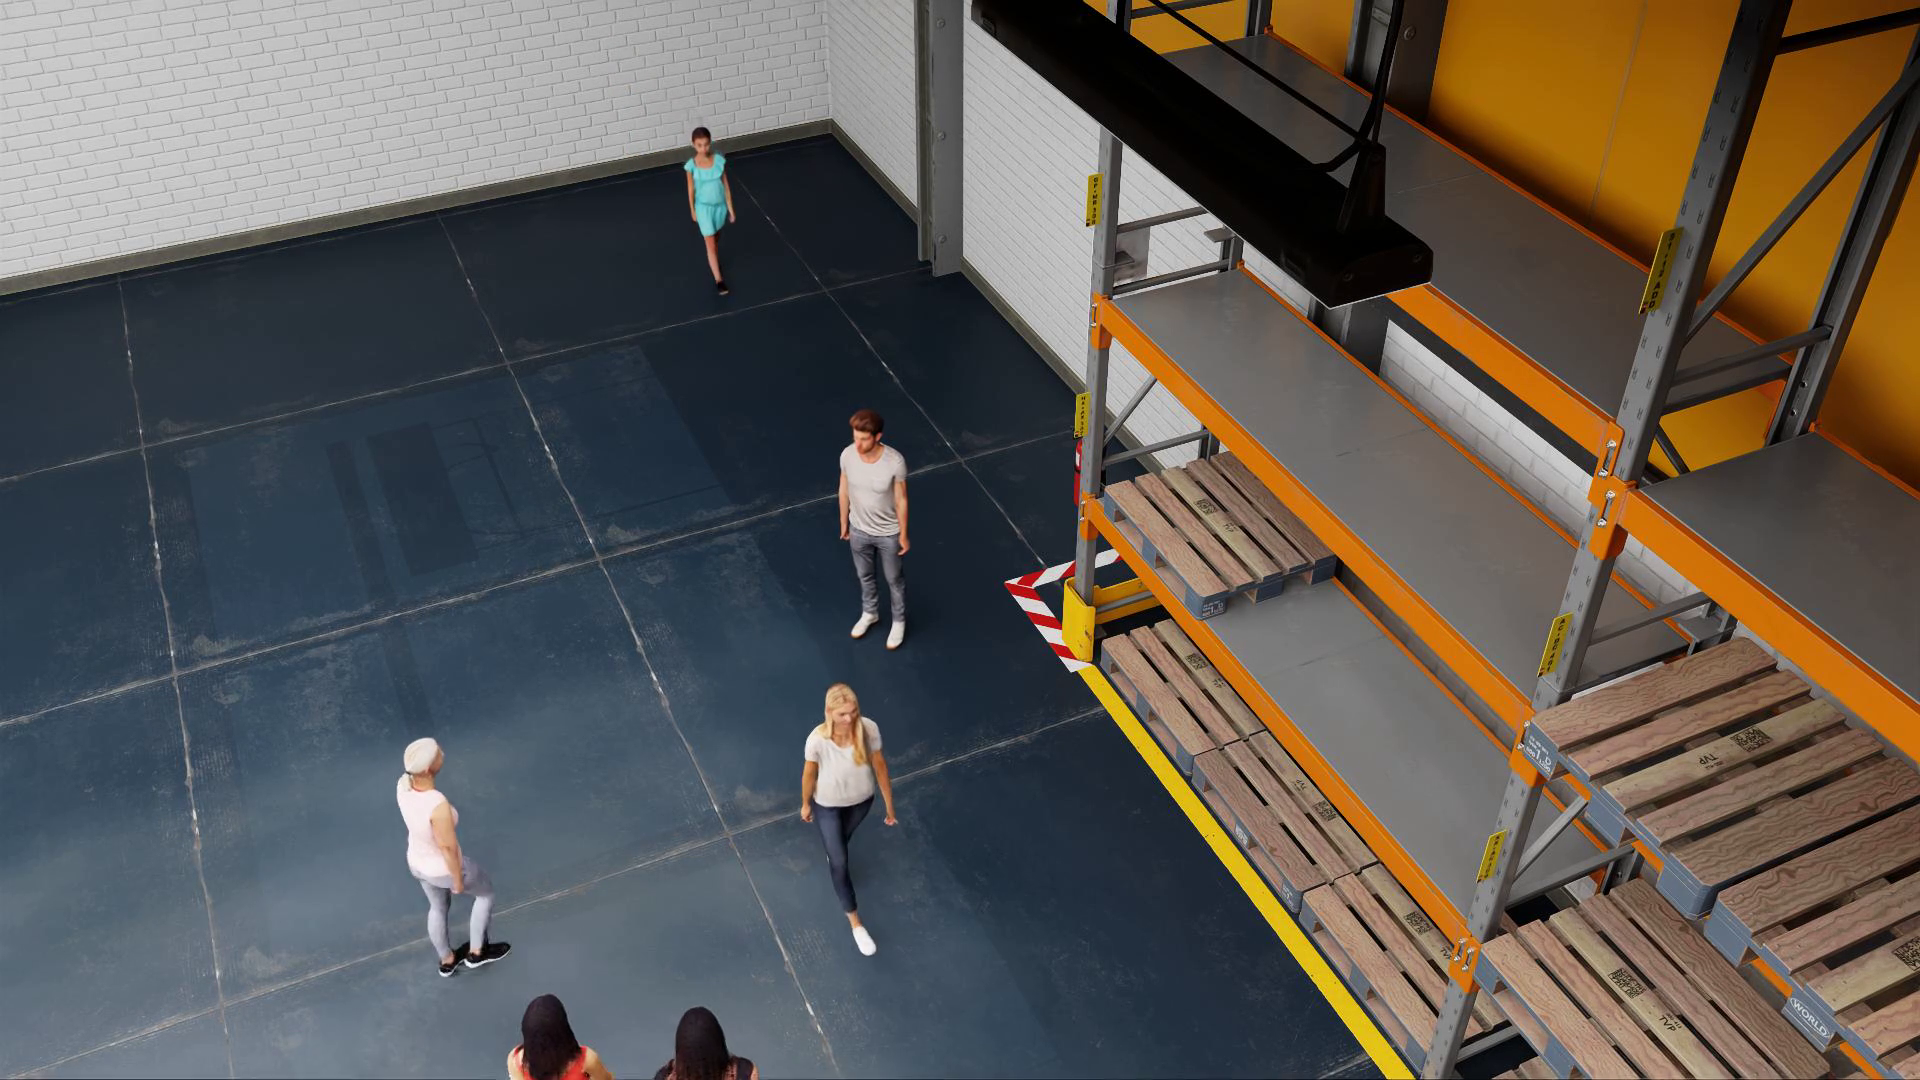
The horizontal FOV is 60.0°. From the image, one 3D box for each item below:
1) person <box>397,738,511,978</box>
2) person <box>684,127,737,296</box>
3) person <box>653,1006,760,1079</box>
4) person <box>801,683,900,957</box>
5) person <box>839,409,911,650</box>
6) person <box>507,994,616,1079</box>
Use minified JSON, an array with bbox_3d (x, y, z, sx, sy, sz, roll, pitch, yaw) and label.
[{"bbox_3d":[-2.896,1.804,9.037,0.677,1.709,0.742,22,44,25],"label":"person"},{"bbox_3d":[-2.302,-3.084,15.312,0.548,1.516,1.034,-15,41,-18],"label":"person"},{"bbox_3d":[-1.129,2.857,7.747,0.884,1.673,1.101,-4,39,-5],"label":"person"},{"bbox_3d":[-0.697,1.428,9.456,0.634,1.773,1.079,-15,41,-18],"label":"person"},{"bbox_3d":[-0.561,-0.102,11.279,0.746,1.889,0.801,12,40,15],"label":"person"},{"bbox_3d":[-1.842,2.814,7.796,0.918,1.678,1.148,2,39,2],"label":"person"}]
